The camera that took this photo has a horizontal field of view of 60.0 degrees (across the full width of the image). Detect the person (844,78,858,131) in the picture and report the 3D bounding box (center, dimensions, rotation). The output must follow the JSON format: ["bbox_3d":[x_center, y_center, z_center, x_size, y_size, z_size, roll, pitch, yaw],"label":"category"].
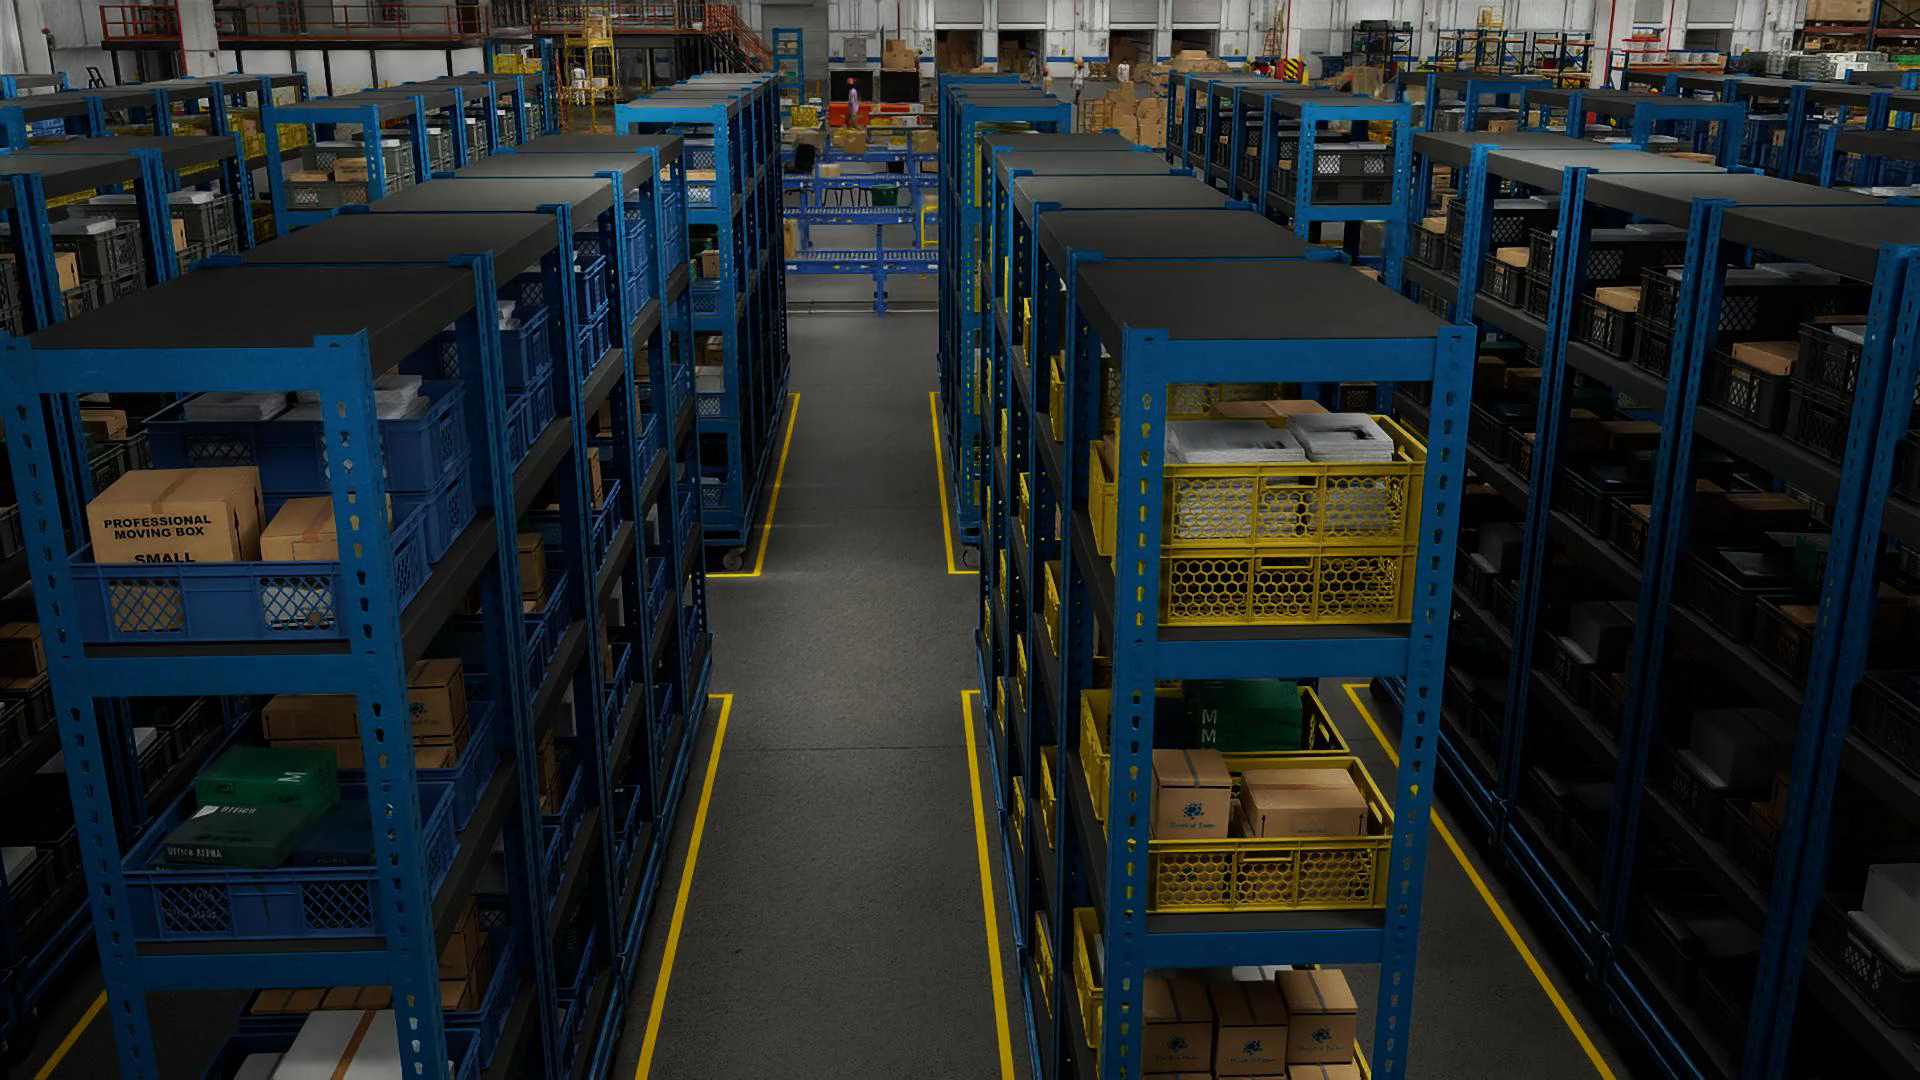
[{"bbox_3d":[-3.509,-13.662,52.921,0.691,2.014,0.643,0,18,0],"label":"person"}]

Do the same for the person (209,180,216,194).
[{"bbox_3d":[-16.940,-8.548,37.349,0.669,1.852,0.976,-6,19,-17],"label":"person"}]

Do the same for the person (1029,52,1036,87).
[{"bbox_3d":[3.633,-23.510,83.507,0.389,1.949,0.603,-5,19,-16],"label":"person"}]

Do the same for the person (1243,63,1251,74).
[{"bbox_3d":[12.833,-20.515,74.593,0.556,1.719,0.442,7,19,20],"label":"person"}]

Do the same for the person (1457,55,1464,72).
[{"bbox_3d":[24.528,-22.773,81.365,1.007,1.870,0.625,4,18,12],"label":"person"}]

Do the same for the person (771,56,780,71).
[{"bbox_3d":[-9.934,-25.494,89.839,0.444,1.827,0.655,-13,22,-35],"label":"person"}]

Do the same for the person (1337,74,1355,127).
[{"bbox_3d":[13.451,-15.129,57.584,0.625,1.934,0.883,-16,24,-40],"label":"person"}]

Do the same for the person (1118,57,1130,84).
[{"bbox_3d":[7.440,-20.915,75.502,0.629,1.934,0.376,-10,21,-29],"label":"person"}]

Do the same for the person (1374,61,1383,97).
[{"bbox_3d":[18.462,-20.176,73.337,0.404,1.852,0.520,6,19,17],"label":"person"}]

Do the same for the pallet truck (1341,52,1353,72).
[{"bbox_3d":[18.794,-23.123,82.231,0.823,1.965,1.885,-13,22,-35],"label":"pallet truck"}]

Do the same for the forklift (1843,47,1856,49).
[{"bbox_3d":[31.402,-16.063,58.972,1.129,2.768,1.873,-1,18,-2],"label":"forklift"}]

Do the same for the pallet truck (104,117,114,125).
[{"bbox_3d":[-18.367,-7.885,35.078,1.885,1.965,0.823,1,18,2],"label":"pallet truck"}]

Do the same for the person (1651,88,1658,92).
[{"bbox_3d":[21.592,-13.201,51.916,0.343,1.759,0.526,-16,24,-41],"label":"person"}]

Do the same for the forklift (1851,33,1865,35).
[{"bbox_3d":[46.481,-24.949,86.470,1.129,2.768,1.873,-15,23,-40],"label":"forklift"}]

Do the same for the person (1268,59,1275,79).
[{"bbox_3d":[15.063,-22.402,80.499,0.321,1.692,0.534,14,23,37],"label":"person"}]

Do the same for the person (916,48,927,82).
[{"bbox_3d":[-2.365,-26.547,93.056,1.010,1.874,0.636,2,18,5],"label":"person"}]

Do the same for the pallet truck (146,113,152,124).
[{"bbox_3d":[-18.087,-8.309,36.390,1.885,1.965,0.823,-1,18,-4],"label":"pallet truck"}]

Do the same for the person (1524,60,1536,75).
[{"bbox_3d":[25.335,-20.390,74.017,0.514,1.844,0.328,4,18,14],"label":"person"}]

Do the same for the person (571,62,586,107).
[{"bbox_3d":[-16.319,-19.490,71.174,0.574,1.883,0.355,-4,18,-13],"label":"person"}]

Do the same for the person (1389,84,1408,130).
[{"bbox_3d":[15.213,-14.863,57.231,0.867,1.630,0.538,15,23,39],"label":"person"}]

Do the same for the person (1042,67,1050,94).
[{"bbox_3d":[3.348,-17.269,64.233,0.514,1.924,0.572,-5,19,-15],"label":"person"}]

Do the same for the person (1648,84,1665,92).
[{"bbox_3d":[25.065,-15.913,59.851,0.681,2.000,0.536,15,23,38],"label":"person"}]

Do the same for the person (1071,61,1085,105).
[{"bbox_3d":[5.144,-20.007,72.769,0.588,1.897,0.824,-4,18,-13],"label":"person"}]

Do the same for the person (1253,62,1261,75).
[{"bbox_3d":[12.400,-18.998,69.591,0.390,1.920,0.587,7,19,20],"label":"person"}]
